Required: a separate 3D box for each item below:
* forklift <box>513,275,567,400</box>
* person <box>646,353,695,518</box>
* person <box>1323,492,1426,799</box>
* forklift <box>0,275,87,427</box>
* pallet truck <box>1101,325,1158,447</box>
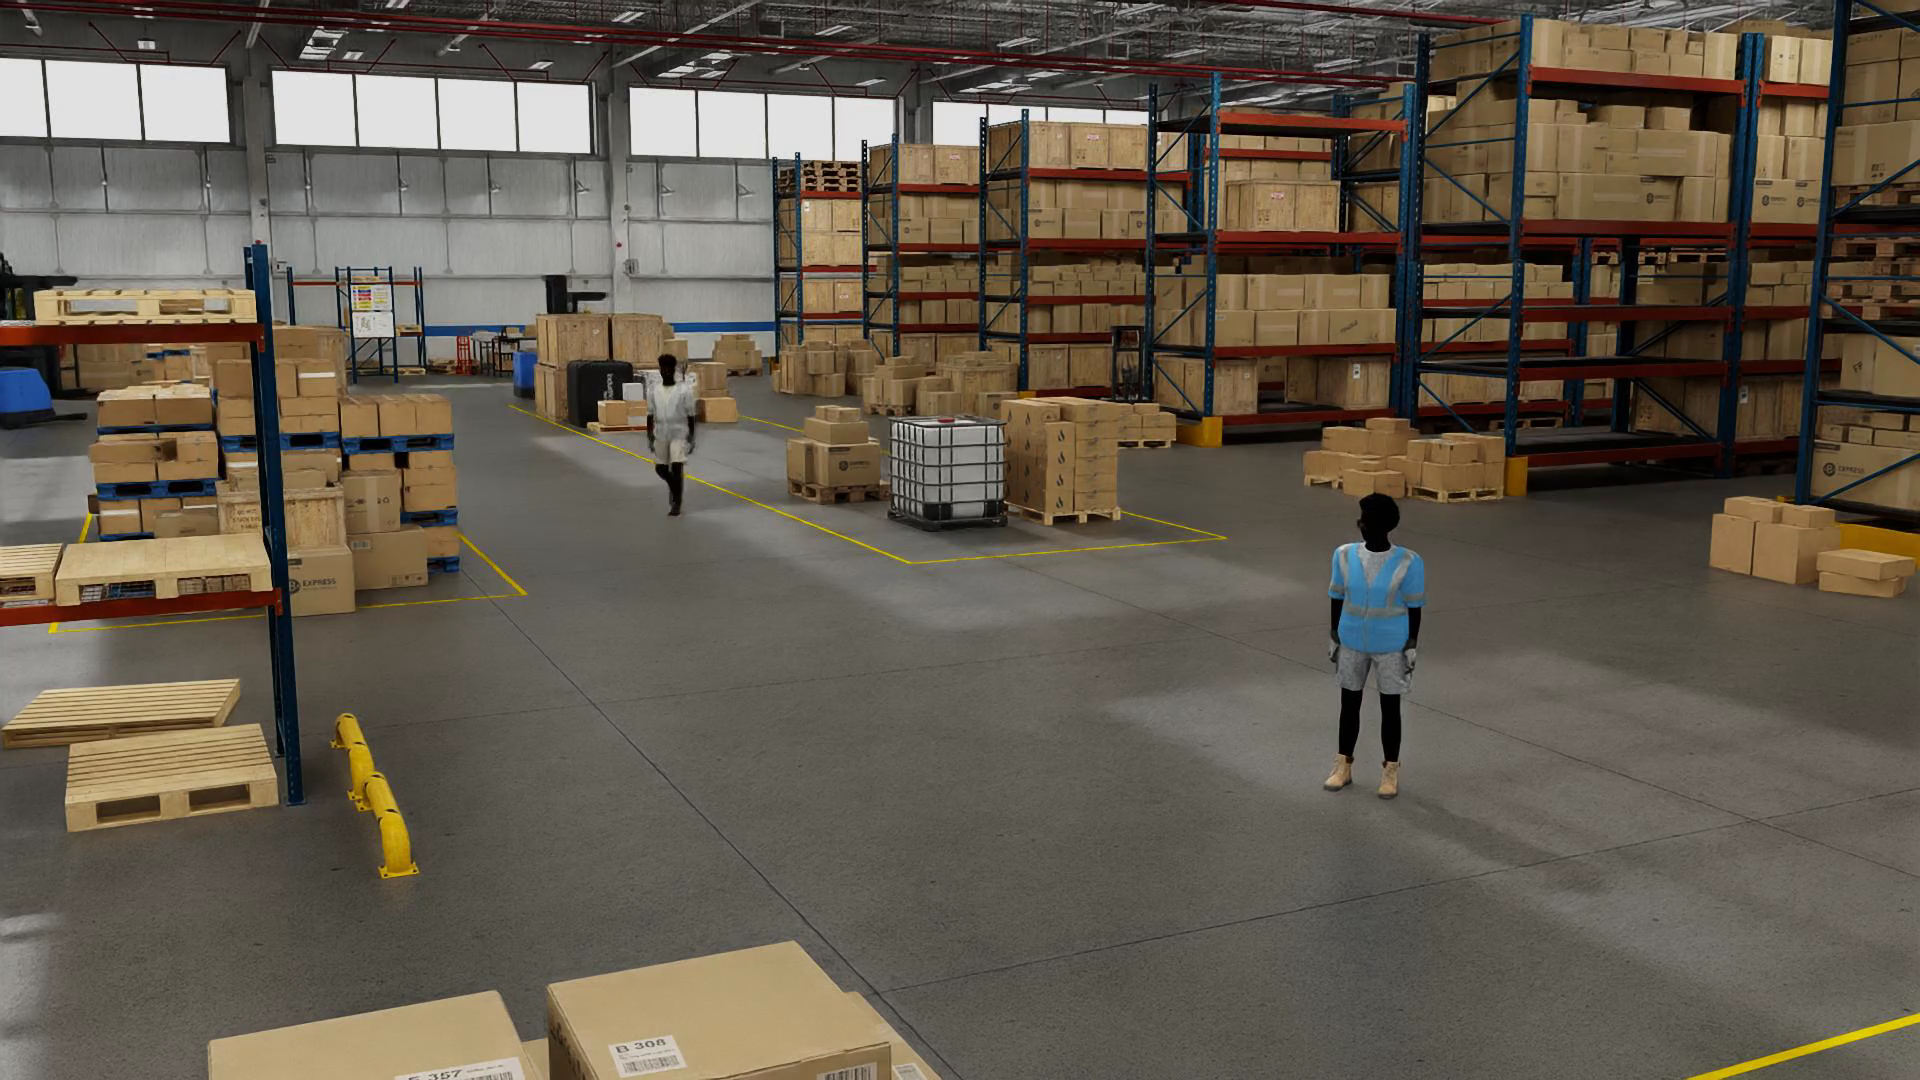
[{"bbox_3d":[-9.170,-4.629,37.808,1.873,2.768,1.129,-4,10,-25],"label":"forklift"},{"bbox_3d":[-3.413,-1.253,19.769,0.617,1.948,0.626,2,9,11],"label":"person"},{"bbox_3d":[2.282,0.575,9.172,0.535,1.699,0.321,5,11,30],"label":"person"},{"bbox_3d":[-17.725,-3.586,31.333,1.129,2.768,1.873,2,9,14],"label":"forklift"},{"bbox_3d":[2.881,-2.596,27.923,0.823,1.965,1.885,-1,9,-7],"label":"pallet truck"}]
